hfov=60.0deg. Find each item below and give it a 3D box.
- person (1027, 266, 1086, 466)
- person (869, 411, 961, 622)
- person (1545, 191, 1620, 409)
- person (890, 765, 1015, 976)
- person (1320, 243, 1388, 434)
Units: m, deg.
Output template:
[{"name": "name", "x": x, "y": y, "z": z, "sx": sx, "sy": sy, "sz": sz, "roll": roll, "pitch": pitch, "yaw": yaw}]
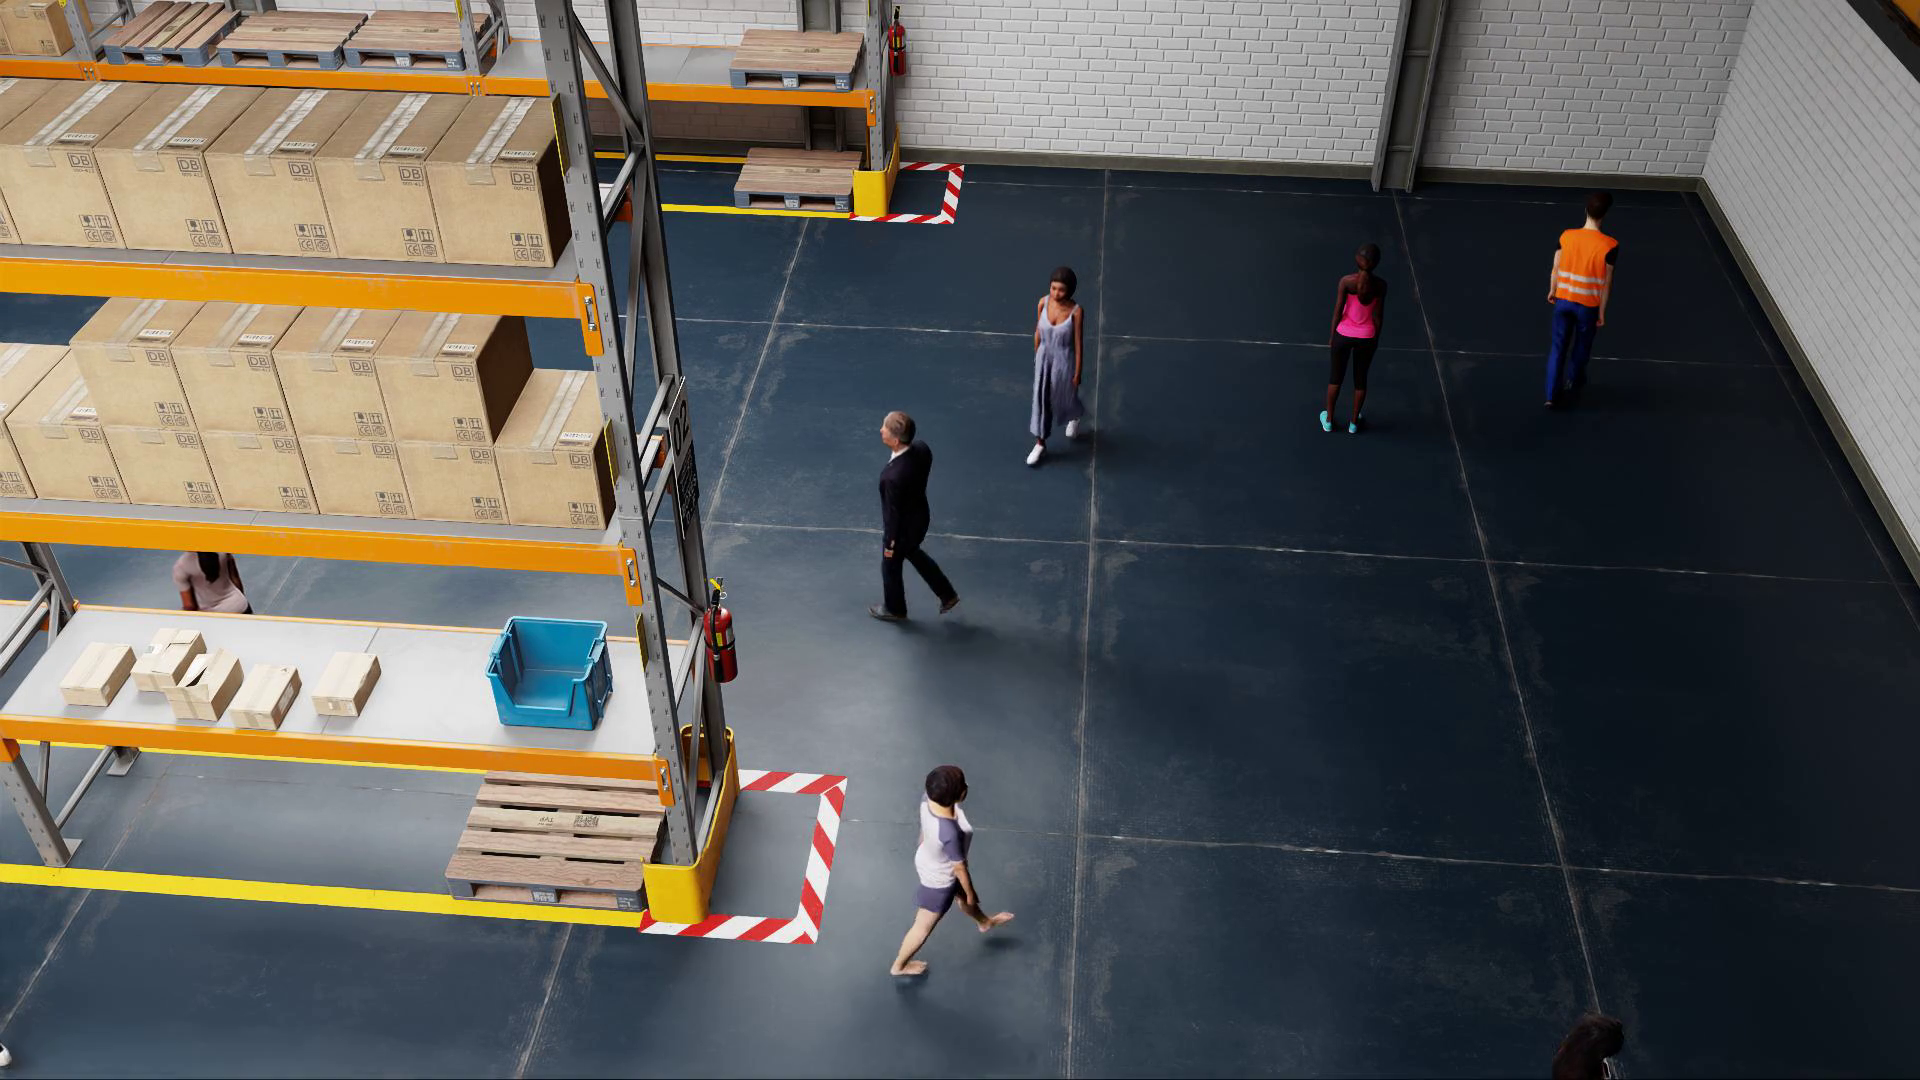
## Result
[{"name": "person", "x": 0.815, "y": -1.433, "z": 13.270, "sx": 0.936, "sy": 1.688, "sz": 0.863, "roll": 19, "pitch": 43, "yaw": 23}, {"name": "person", "x": -0.321, "y": -0.123, "z": 11.537, "sx": 1.029, "sy": 1.805, "sz": 0.884, "roll": 17, "pitch": 42, "yaw": 20}, {"name": "person", "x": 5.068, "y": -1.923, "z": 13.746, "sx": 0.933, "sy": 1.860, "sz": 0.957, "roll": 23, "pitch": 44, "yaw": 26}, {"name": "person", "x": -0.166, "y": 1.872, "z": 9.270, "sx": 1.113, "sy": 1.516, "sz": 0.870, "roll": -13, "pitch": 40, "yaw": -16}, {"name": "person", "x": 3.201, "y": -1.624, "z": 13.502, "sx": 0.502, "sy": 1.697, "sz": 0.620, "roll": 6, "pitch": 39, "yaw": 7}]
